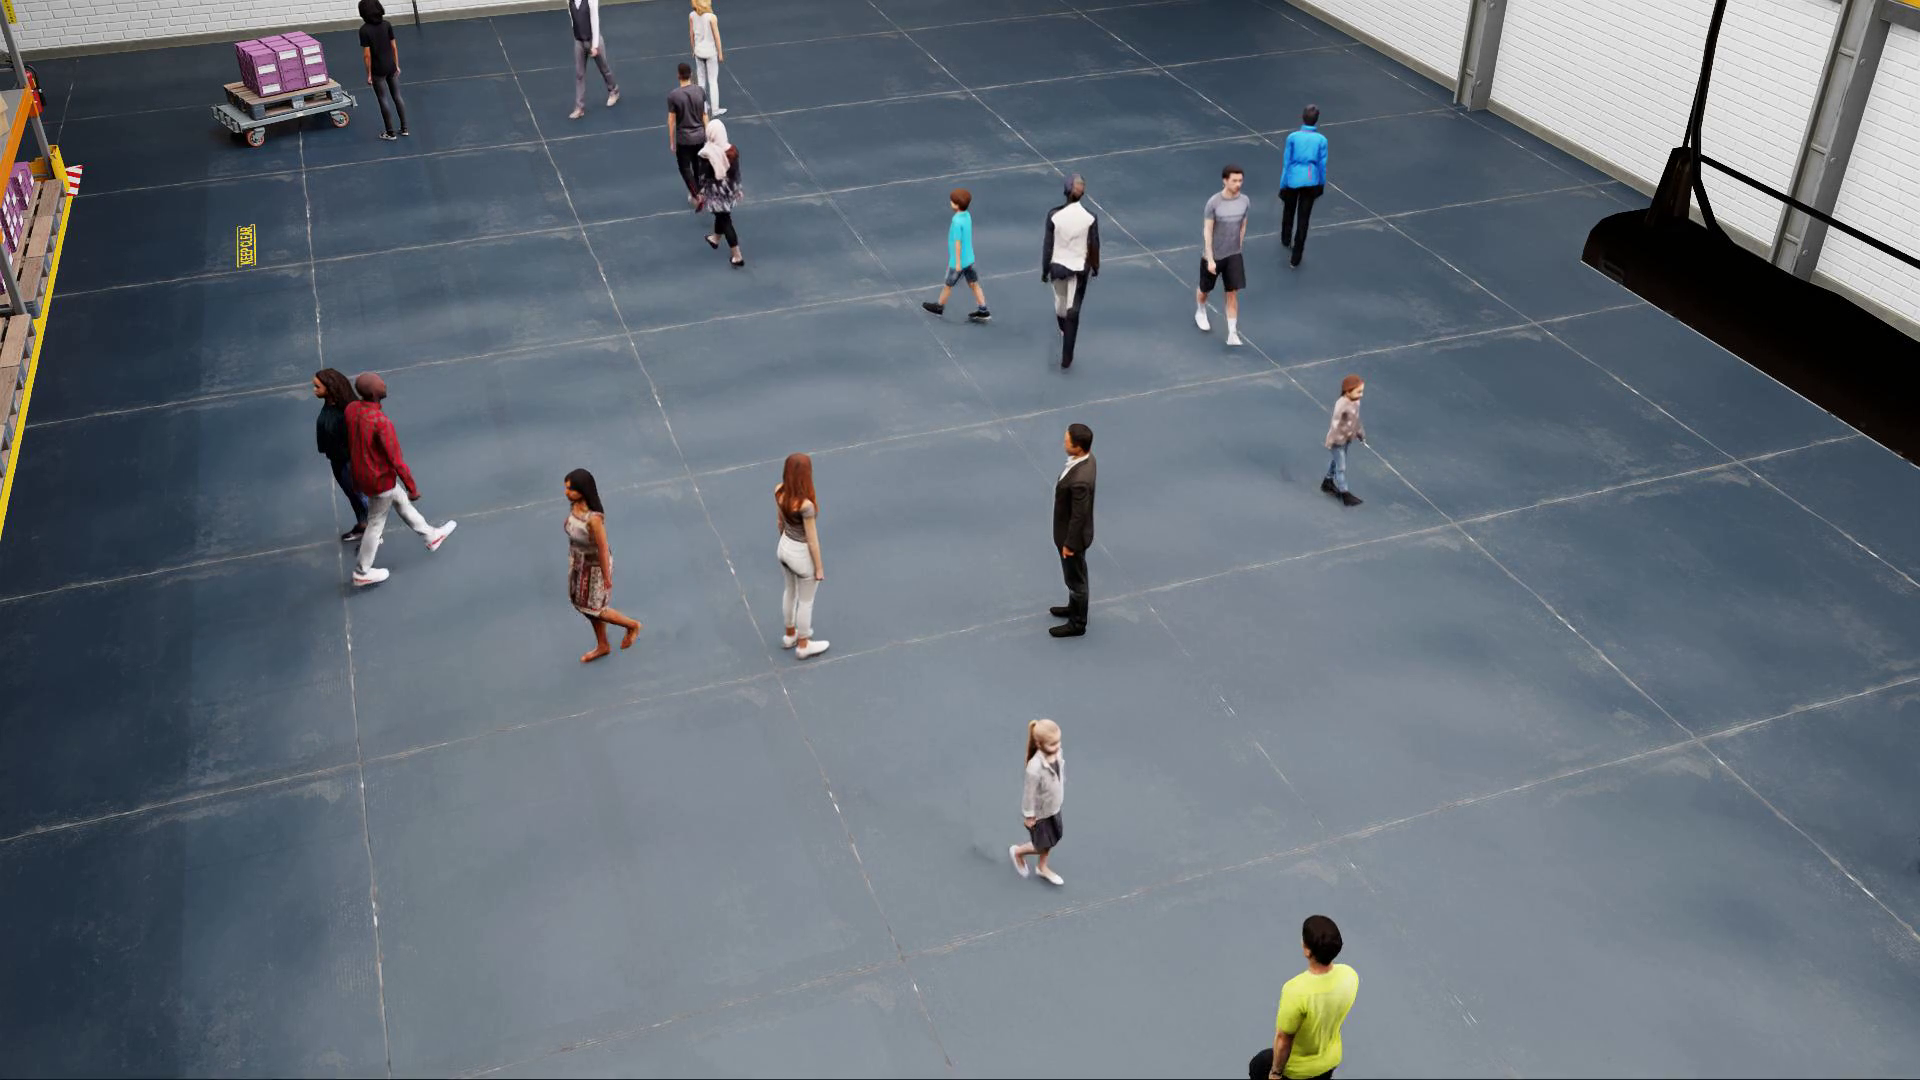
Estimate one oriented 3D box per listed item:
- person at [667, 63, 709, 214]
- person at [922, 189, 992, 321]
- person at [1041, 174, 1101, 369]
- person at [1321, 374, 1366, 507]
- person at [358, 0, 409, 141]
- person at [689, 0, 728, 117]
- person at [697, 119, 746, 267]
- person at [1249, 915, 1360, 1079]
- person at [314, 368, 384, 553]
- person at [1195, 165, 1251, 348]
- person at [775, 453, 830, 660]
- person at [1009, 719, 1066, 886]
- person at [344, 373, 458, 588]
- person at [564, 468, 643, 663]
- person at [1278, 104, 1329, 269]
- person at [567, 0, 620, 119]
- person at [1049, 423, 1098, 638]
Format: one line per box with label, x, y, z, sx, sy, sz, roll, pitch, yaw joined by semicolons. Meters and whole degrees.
person;-3.115;-4.647;19.373;0.742;1.752;0.995;-17;37;-24
person;0.079;-2.882;17.024;0.992;1.413;0.950;13;36;19
person;1.067;-2.572;16.172;1.078;1.841;1.315;4;34;6
person;3.238;-0.899;14.252;0.659;1.180;0.775;-27;42;-35
person;-7.462;-6.113;21.504;0.692;1.836;0.706;27;42;34
person;-3.416;-6.548;22.309;0.687;1.670;0.748;15;36;21
person;-2.571;-3.748;18.172;0.858;1.585;1.162;-23;40;-30
person;1.813;2.640;8.460;0.679;1.697;0.641;-16;37;-22
person;-4.973;-0.663;13.501;0.746;1.617;0.646;-26;42;-33
person;2.575;-2.897;16.676;0.778;1.824;1.246;-6;34;-10
person;-1.200;0.123;12.230;0.721;1.716;0.593;-28;42;-35
person;0.475;1.623;10.375;0.708;1.271;0.643;25;41;32
person;-4.626;-0.431;13.016;1.262;1.768;1.107;28;43;35
person;-2.634;0.167;12.237;0.807;1.636;0.745;-22;39;-29
person;3.712;-3.823;18.120;0.980;1.767;1.124;8;34;11
person;-4.924;-6.706;22.340;1.180;1.897;1.299;12;35;17
person;0.870;-0.085;12.467;0.807;1.800;0.642;3;34;4
